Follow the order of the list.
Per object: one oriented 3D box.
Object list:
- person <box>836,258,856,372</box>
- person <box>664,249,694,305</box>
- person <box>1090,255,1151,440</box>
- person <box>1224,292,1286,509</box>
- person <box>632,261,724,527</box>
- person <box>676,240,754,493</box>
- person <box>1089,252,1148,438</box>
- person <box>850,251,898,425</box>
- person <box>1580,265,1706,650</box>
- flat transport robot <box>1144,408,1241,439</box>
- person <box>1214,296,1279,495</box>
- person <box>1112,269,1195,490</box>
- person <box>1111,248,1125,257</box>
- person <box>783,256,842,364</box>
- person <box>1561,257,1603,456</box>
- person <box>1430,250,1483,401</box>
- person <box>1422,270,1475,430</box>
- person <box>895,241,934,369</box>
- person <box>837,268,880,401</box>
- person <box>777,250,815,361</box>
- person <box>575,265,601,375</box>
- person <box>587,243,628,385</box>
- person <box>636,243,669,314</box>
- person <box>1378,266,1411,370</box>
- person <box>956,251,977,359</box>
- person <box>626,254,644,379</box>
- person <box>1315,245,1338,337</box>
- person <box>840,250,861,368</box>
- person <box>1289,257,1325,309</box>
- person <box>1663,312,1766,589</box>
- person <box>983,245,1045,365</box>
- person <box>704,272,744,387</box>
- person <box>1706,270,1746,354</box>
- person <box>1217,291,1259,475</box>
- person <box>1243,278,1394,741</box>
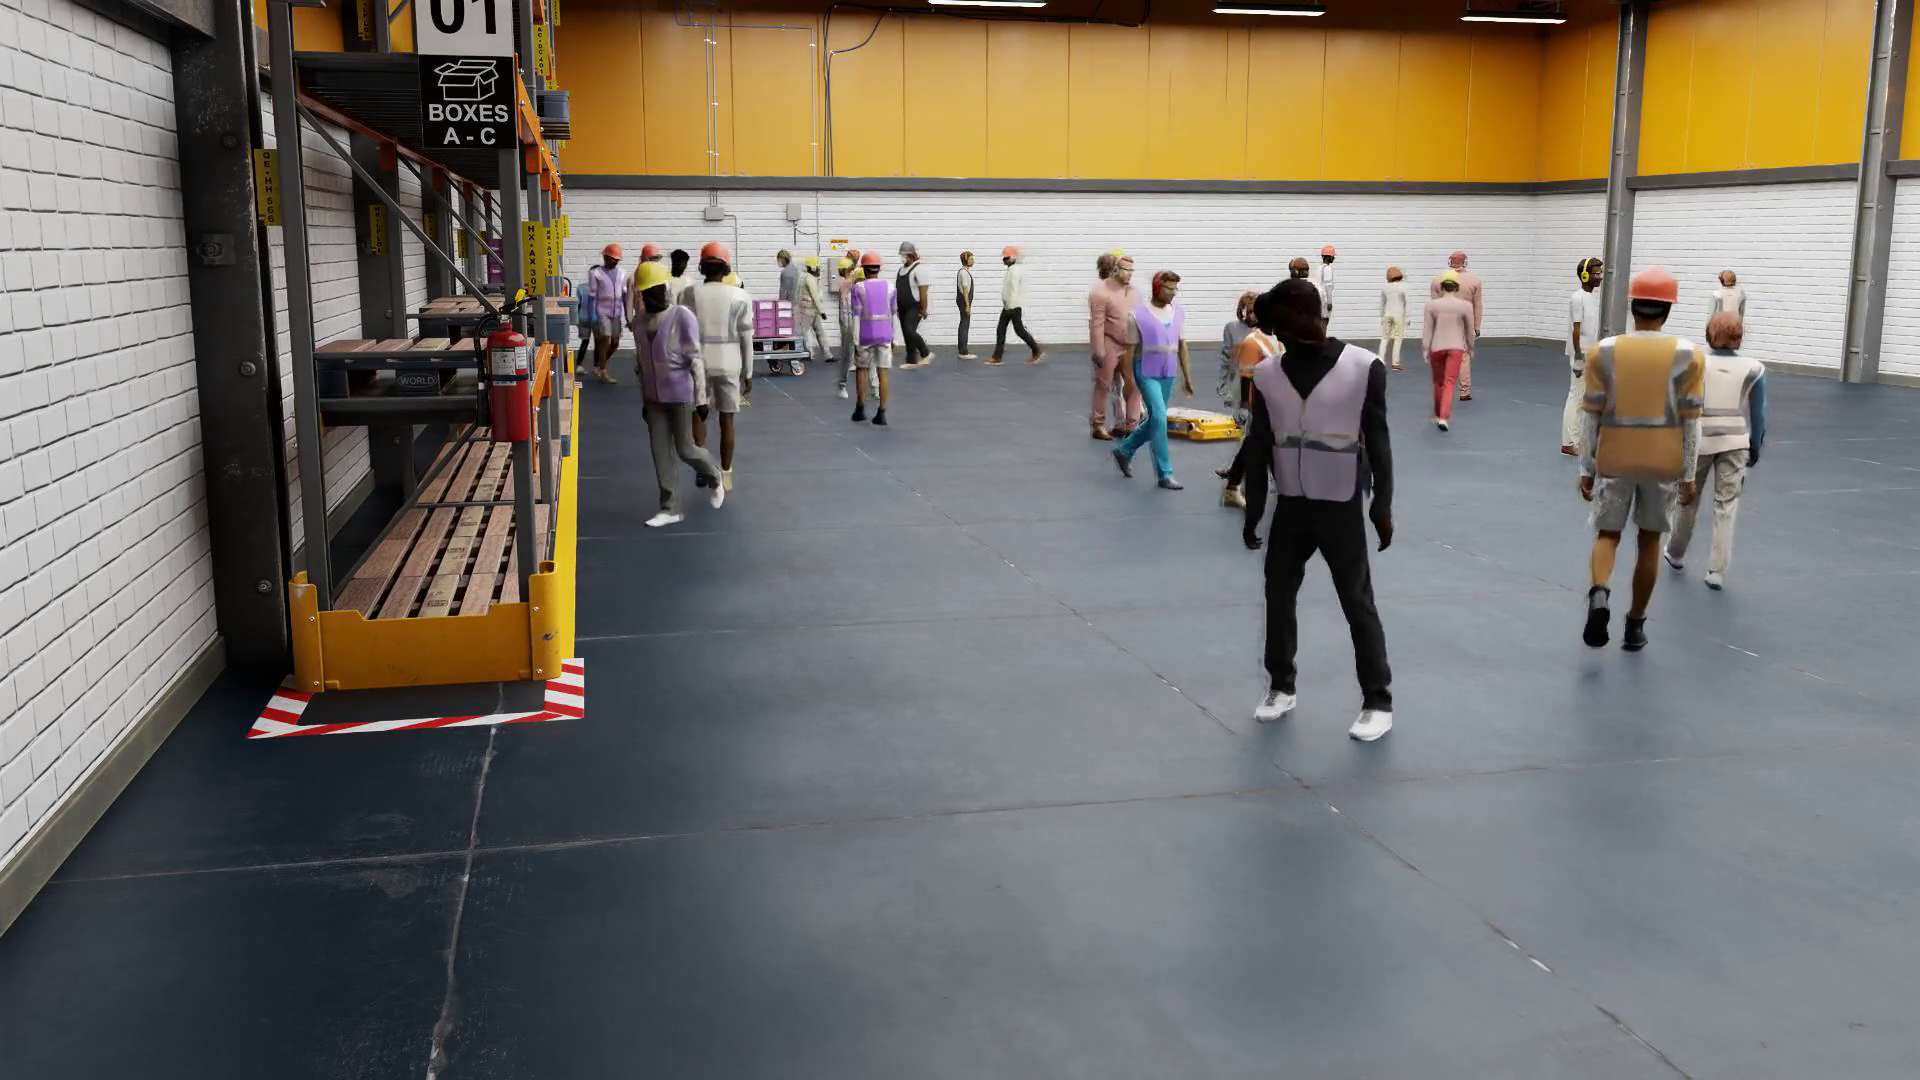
[{"bbox_3d":[-1.707,-3.483,25.763,0.441,1.753,0.560,5,11,24],"label":"person"},{"bbox_3d":[-3.789,-2.912,22.216,0.977,1.907,0.602,8,13,37],"label":"person"},{"bbox_3d":[1.648,-1.926,16.835,0.685,1.870,0.807,-8,13,-38],"label":"person"},{"bbox_3d":[2.327,-1.013,12.388,0.867,1.648,0.536,7,12,33],"label":"person"},{"bbox_3d":[-2.043,-1.066,12.022,0.617,1.892,0.756,6,12,31],"label":"person"},{"bbox_3d":[-1.963,-1.379,13.376,0.612,2.032,0.461,-1,10,-5],"label":"person"},{"bbox_3d":[1.621,-2.002,17.183,0.651,1.908,0.502,-6,12,-31],"label":"person"},{"bbox_3d":[-0.974,-2.251,18.524,0.560,1.908,0.747,-3,11,-17],"label":"person"},{"bbox_3d":[3.301,-0.372,8.111,0.550,1.917,0.619,5,12,27],"label":"person"},{"bbox_3d":[2.362,-1.237,17.465,0.652,0.197,1.431,-6,12,-30],"label":"flat transport robot"},{"bbox_3d":[2.404,-1.172,13.427,0.865,1.578,0.518,7,12,34],"label":"person"},{"bbox_3d":[1.574,-1.348,13.845,0.576,1.804,0.862,-7,13,-36],"label":"person"},{"bbox_3d":[2.797,-4.160,29.205,0.954,1.882,0.613,-2,10,-12],"label":"person"},{"bbox_3d":[-2.454,-3.735,27.146,0.959,1.786,0.593,-1,10,-5],"label":"person"},{"bbox_3d":[5.918,-1.730,15.766,0.328,1.872,0.512,6,12,31],"label":"person"},{"bbox_3d":[6.306,-2.725,21.182,0.651,1.904,0.403,4,11,19],"label":"person"},{"bbox_3d":[5.282,-2.056,18.017,0.532,1.715,0.946,5,11,24],"label":"person"},{"bbox_3d":[-0.793,-3.683,26.112,0.543,2.000,0.684,-6,12,-28],"label":"person"},{"bbox_3d":[-1.283,-2.633,21.272,0.489,1.690,0.948,-7,13,-36],"label":"person"},{"bbox_3d":[-2.855,-3.930,27.973,0.878,1.870,0.643,0,10,2],"label":"person"},{"bbox_3d":[-5.525,-3.294,25.024,0.552,1.659,0.344,3,11,14],"label":"person"},{"bbox_3d":[-5.062,-3.232,23.747,0.617,2.000,0.774,-10,14,-43],"label":"person"},{"bbox_3d":[-4.115,-2.972,22.337,0.418,2.002,0.614,8,13,36],"label":"person"},{"bbox_3d":[6.810,-3.478,26.152,0.557,1.622,0.340,9,14,42],"label":"person"},{"bbox_3d":[0.109,-4.015,28.497,0.345,1.846,0.506,-1,10,-5],"label":"person"},{"bbox_3d":[-4.388,-3.140,23.540,0.653,1.890,0.513,-2,10,-12],"label":"person"},{"bbox_3d":[6.599,-4.332,29.995,0.362,1.935,0.553,-2,10,-10],"label":"person"},{"bbox_3d":[-1.693,-3.652,26.373,0.355,1.884,0.575,-5,11,-26],"label":"person"},{"bbox_3d":[3.901,-2.336,19.217,0.623,1.839,0.429,-7,12,-33],"label":"person"},{"bbox_3d":[4.502,-0.550,9.948,0.549,1.598,0.810,2,11,13],"label":"person"},{"bbox_3d":[0.913,-3.837,27.213,0.988,1.960,0.617,-2,10,-13],"label":"person"},{"bbox_3d":[-3.310,-3.045,23.148,0.621,1.837,0.429,-8,13,-36],"label":"person"},{"bbox_3d":[10.354,-2.832,22.520,0.530,1.634,0.361,0,10,1],"label":"person"},{"bbox_3d":[2.559,-1.389,14.607,0.493,1.606,0.781,8,13,38],"label":"person"},{"bbox_3d":[1.520,-0.145,6.941,0.666,1.872,0.391,8,13,37],"label":"person"}]
